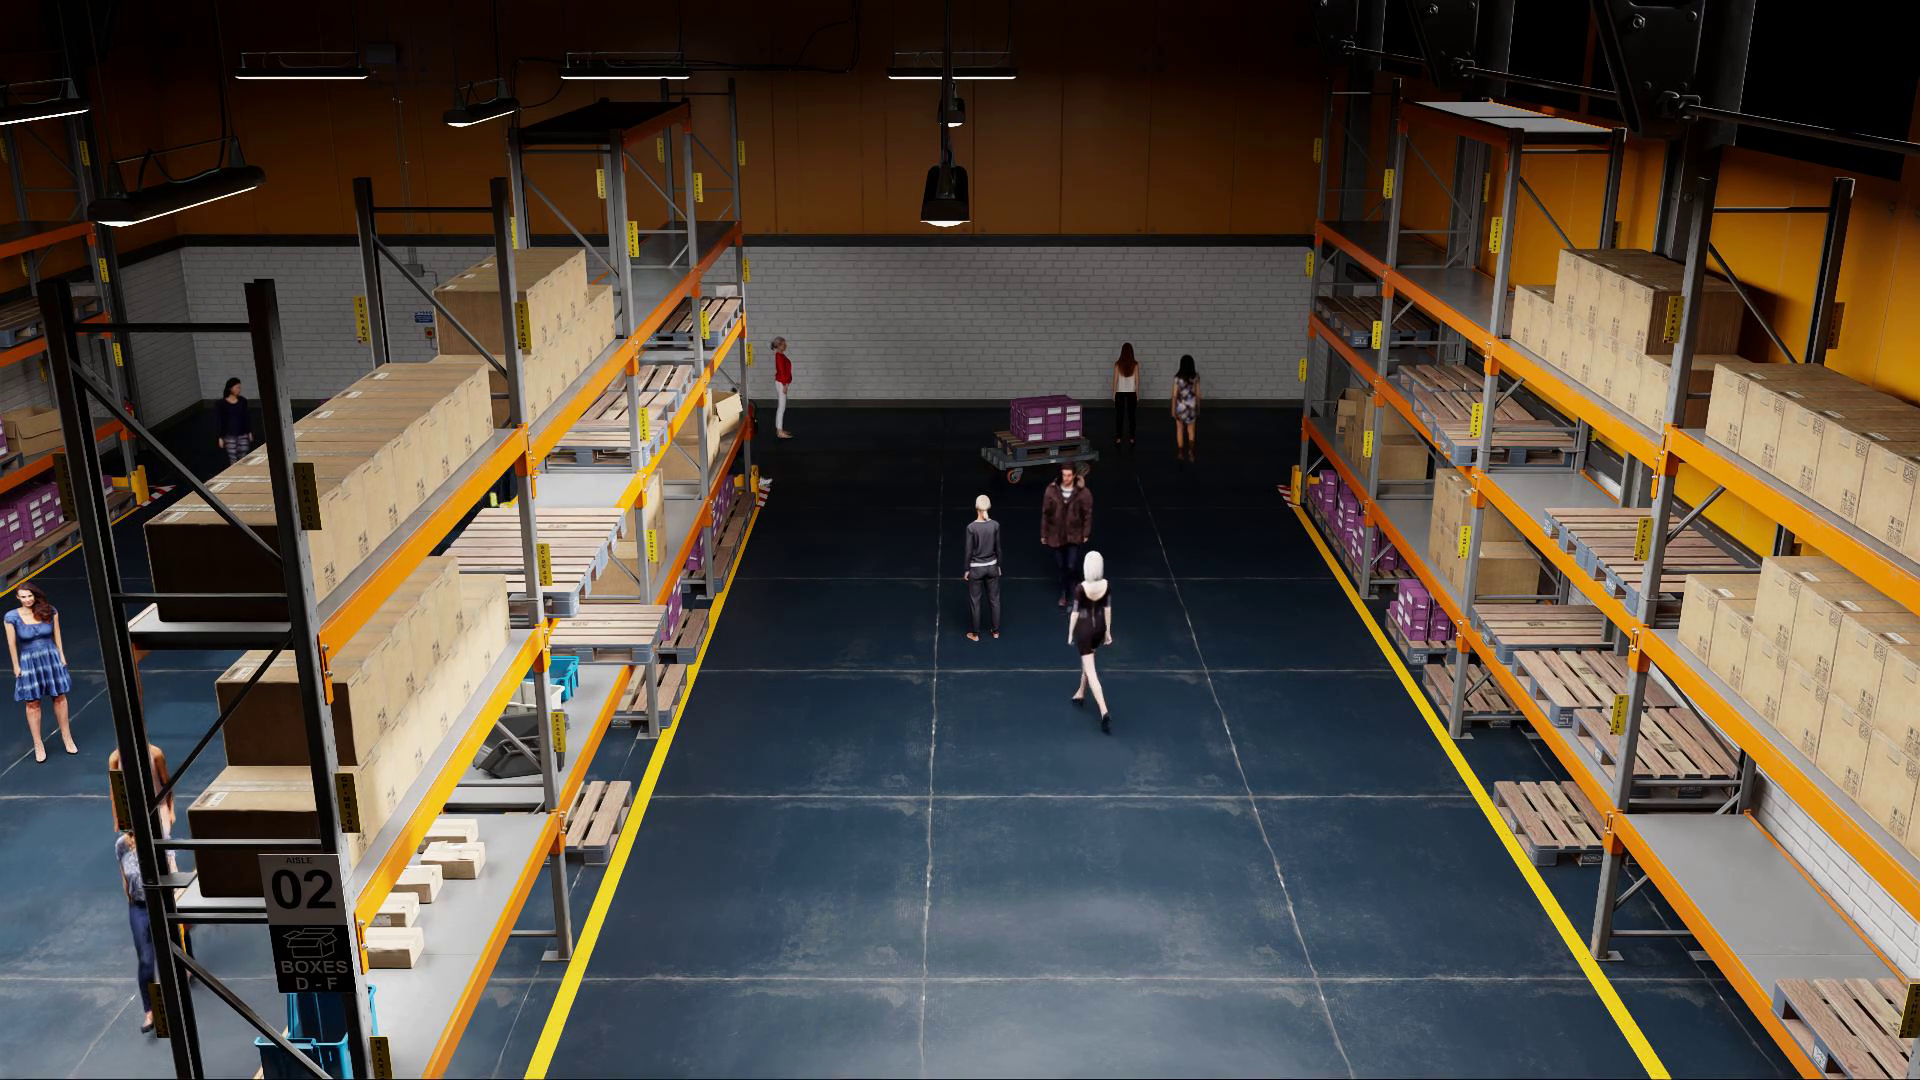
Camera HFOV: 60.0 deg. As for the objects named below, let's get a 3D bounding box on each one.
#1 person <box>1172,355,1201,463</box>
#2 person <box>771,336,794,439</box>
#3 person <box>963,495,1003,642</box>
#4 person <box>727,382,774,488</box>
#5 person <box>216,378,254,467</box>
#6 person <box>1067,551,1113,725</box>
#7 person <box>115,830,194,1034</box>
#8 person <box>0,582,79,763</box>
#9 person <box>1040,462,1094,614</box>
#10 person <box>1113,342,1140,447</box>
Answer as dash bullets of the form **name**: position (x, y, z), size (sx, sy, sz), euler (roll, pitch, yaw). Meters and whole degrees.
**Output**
- **person**: position (3.558, -2.027, 26.040), size (0.624, 1.720, 0.866), euler (-1, 19, -3)
- **person**: position (-2.965, -2.549, 27.632), size (0.634, 1.693, 0.516), euler (-3, 19, -8)
- **person**: position (0.262, 0.308, 19.097), size (0.675, 1.726, 0.627), euler (-6, 20, -17)
- **person**: position (-3.377, -1.547, 24.780), size (0.651, 1.614, 0.890), euler (0, 19, 1)
- **person**: position (-10.796, -1.566, 24.742), size (1.045, 1.676, 1.181), euler (-12, 22, -32)
- **person**: position (1.363, 1.019, 16.884), size (0.926, 1.791, 1.220), euler (-8, 20, -24)
- **person**: position (-5.874, 2.645, 12.232), size (0.735, 1.677, 1.189), euler (-3, 19, -10)
- **person**: position (-8.916, 1.263, 16.137), size (0.748, 1.806, 0.788), euler (-15, 24, -38)
- **person**: position (1.292, -0.077, 20.081), size (0.877, 1.827, 0.928), euler (6, 20, 18)
- **person**: position (2.709, -2.376, 27.072), size (0.572, 1.722, 0.504), euler (1, 19, 2)
